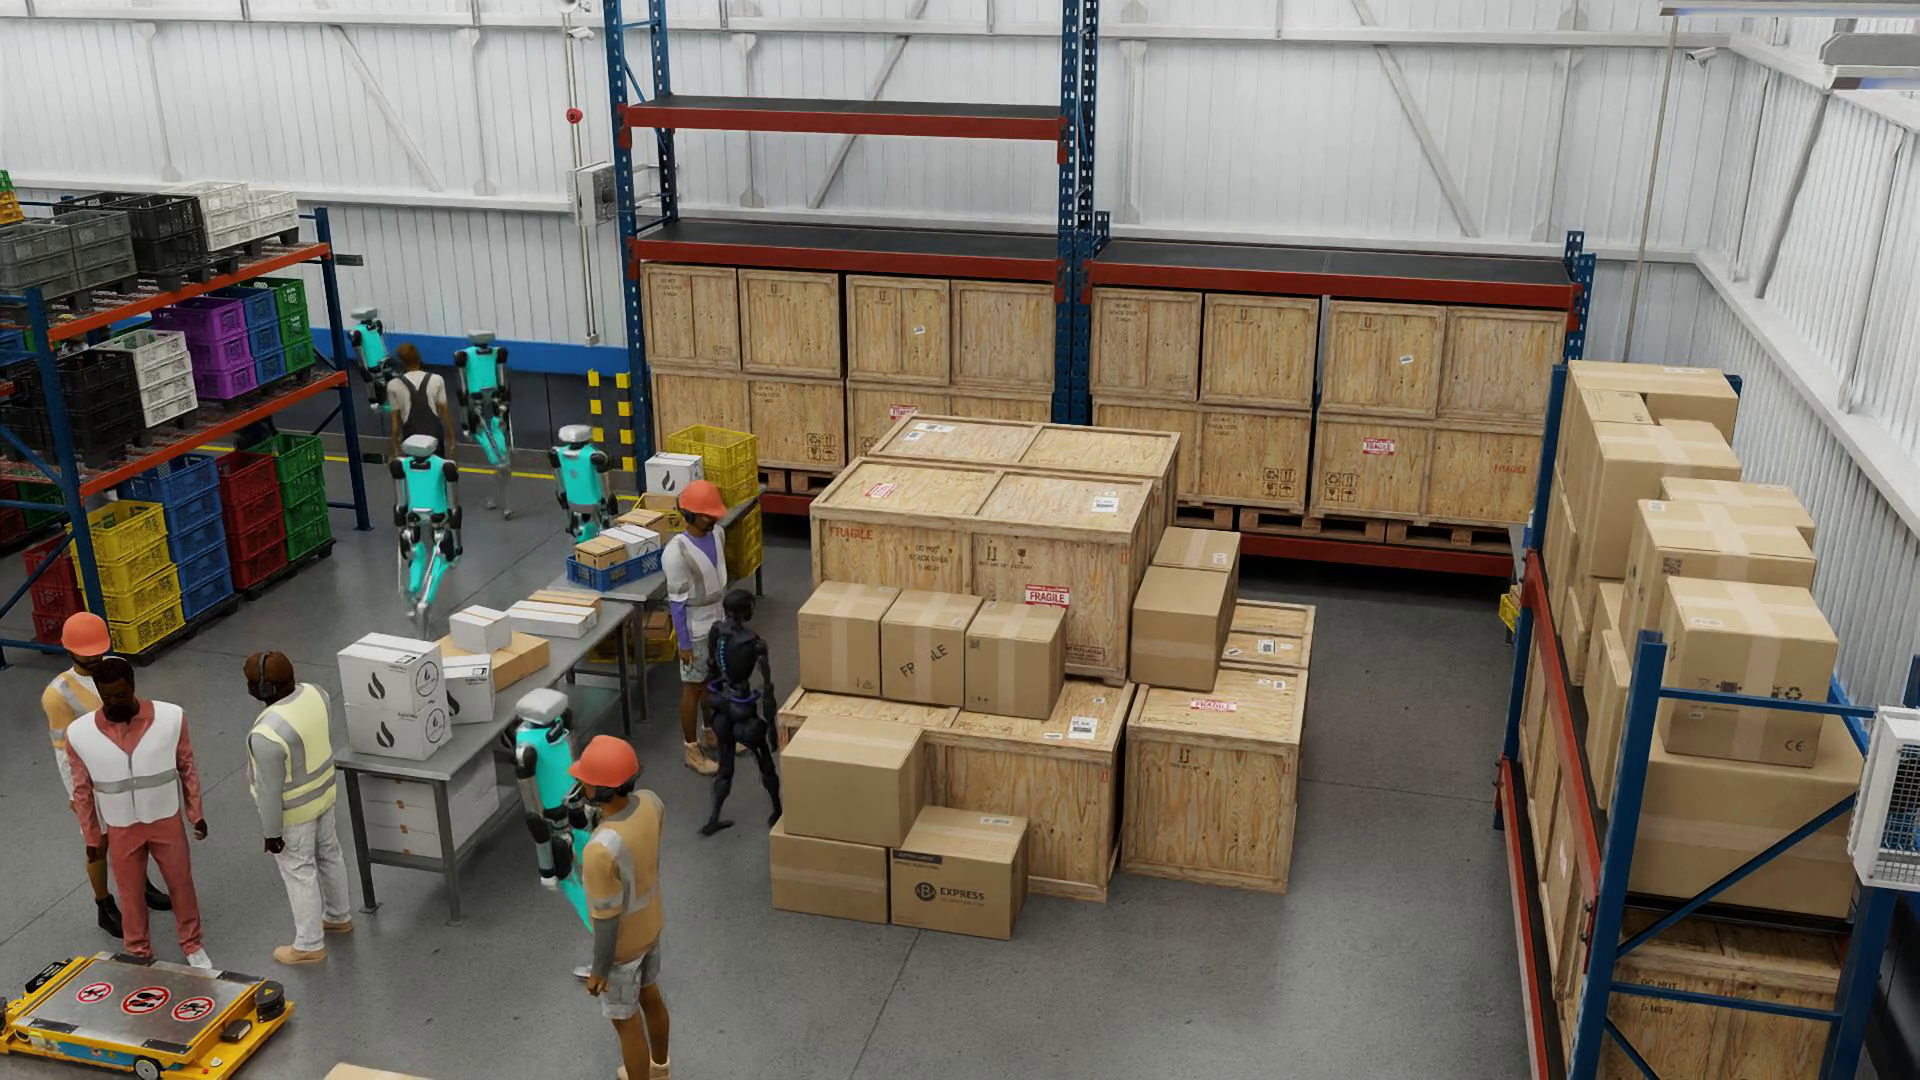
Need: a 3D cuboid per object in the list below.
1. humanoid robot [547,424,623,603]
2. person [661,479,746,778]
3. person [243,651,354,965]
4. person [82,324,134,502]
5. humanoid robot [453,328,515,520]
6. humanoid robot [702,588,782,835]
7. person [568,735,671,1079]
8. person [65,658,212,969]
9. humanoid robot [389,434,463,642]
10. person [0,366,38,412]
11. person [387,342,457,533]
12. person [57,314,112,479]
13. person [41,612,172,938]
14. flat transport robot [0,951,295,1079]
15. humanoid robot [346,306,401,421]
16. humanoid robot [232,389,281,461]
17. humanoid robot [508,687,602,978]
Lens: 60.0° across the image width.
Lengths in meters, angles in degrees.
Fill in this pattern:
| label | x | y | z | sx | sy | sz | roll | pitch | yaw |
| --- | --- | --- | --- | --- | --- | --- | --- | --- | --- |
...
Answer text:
| label | x | y | z | sx | sy | sz | roll | pitch | yaw |
| --- | --- | --- | --- | --- | --- | --- | --- | --- | --- |
| humanoid robot | -2.852 | -0.075 | 13.346 | 0.546 | 1.887 | 0.751 | 9 | 23 | 21 |
| person | -1.695 | 0.570 | 11.075 | 0.369 | 2.043 | 0.607 | 9 | 23 | 21 |
| person | -3.626 | 1.448 | 9.072 | 0.429 | 1.837 | 0.622 | 3 | 21 | 8 |
| person | -8.295 | -1.291 | 16.218 | 0.381 | 1.855 | 0.504 | 7 | 22 | 18 |
| humanoid robot | -4.388 | -1.067 | 15.809 | 0.567 | 1.791 | 0.925 | -15 | 25 | -34 |
| humanoid robot | -1.366 | 1.049 | 10.370 | 0.589 | 1.644 | 0.602 | 16 | 26 | 35 |
| person | -1.579 | 1.831 | 7.768 | 0.366 | 2.048 | 0.606 | 5 | 21 | 12 |
| person | -4.341 | 1.489 | 8.840 | 0.597 | 1.917 | 0.376 | -10 | 23 | -25 |
| humanoid robot | -4.128 | 0.158 | 12.600 | 0.540 | 1.772 | 0.933 | 2 | 21 | 5 |
| person | -9.434 | -1.387 | 16.454 | 0.353 | 1.857 | 0.622 | 8 | 22 | 21 |
| person | -4.902 | -0.903 | 15.240 | 0.601 | 1.815 | 0.534 | -11 | 24 | -26 |
| person | -8.791 | -1.413 | 16.674 | 0.483 | 1.744 | 0.297 | 11 | 24 | 27 |
| person | -4.766 | 1.291 | 9.334 | 0.366 | 1.933 | 0.550 | 8 | 22 | 19 |
| flat transport robot | -4.270 | 2.464 | 8.601 | 1.431 | 0.231 | 0.659 | 5 | 22 | 13 |
| humanoid robot | -5.705 | -1.468 | 16.896 | 0.816 | 1.811 | 0.536 | 3 | 21 | 9 |
| humanoid robot | -6.705 | -1.042 | 15.850 | 0.684 | 1.627 | 0.598 | 2 | 21 | 4 |
| humanoid robot | -1.892 | 1.683 | 8.743 | 0.761 | 1.898 | 0.544 | 4 | 21 | 11 |
